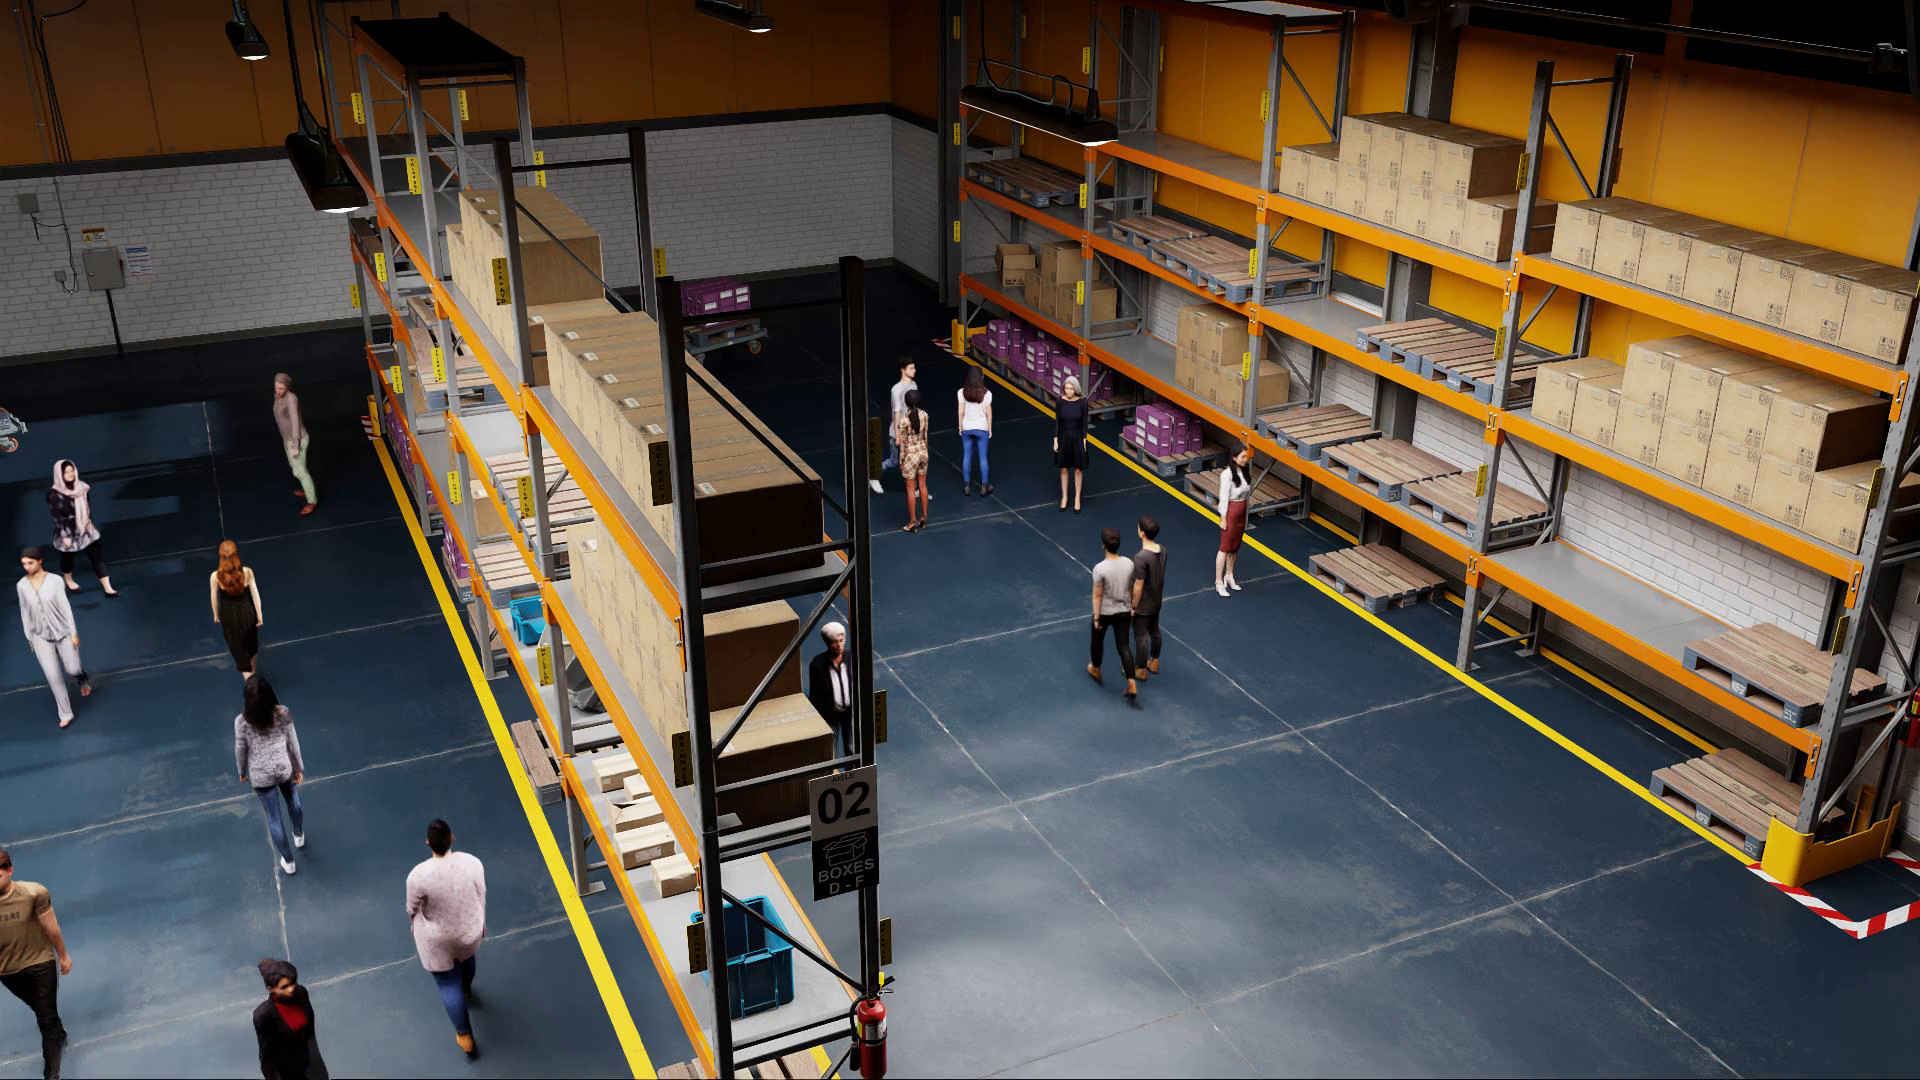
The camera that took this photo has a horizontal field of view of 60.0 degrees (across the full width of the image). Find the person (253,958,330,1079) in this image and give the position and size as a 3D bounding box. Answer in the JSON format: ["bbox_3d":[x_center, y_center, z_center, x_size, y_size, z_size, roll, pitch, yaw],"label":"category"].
[{"bbox_3d":[-4.205,3.308,10.349,1.119,1.589,0.901,16,28,32],"label":"person"}]

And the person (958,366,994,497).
[{"bbox_3d":[0.190,-1.358,20.905,0.677,1.683,0.724,6,24,14],"label":"person"}]

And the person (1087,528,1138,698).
[{"bbox_3d":[1.514,0.734,16.116,0.730,1.687,1.142,-6,24,-14],"label":"person"}]

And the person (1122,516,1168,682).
[{"bbox_3d":[1.852,0.569,16.456,0.662,1.716,0.686,22,32,40],"label":"person"}]

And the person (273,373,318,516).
[{"bbox_3d":[-8.139,-1.223,20.422,1.024,1.824,0.681,-11,26,-23],"label":"person"}]

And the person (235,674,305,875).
[{"bbox_3d":[-5.522,1.916,13.385,0.684,1.708,0.847,-15,28,-31],"label":"person"}]

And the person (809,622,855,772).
[{"bbox_3d":[-1.001,1.431,13.914,0.764,1.766,0.760,-8,25,-18],"label":"person"}]

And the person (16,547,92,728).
[{"bbox_3d":[-8.552,0.864,15.728,0.702,1.759,0.907,-6,24,-13],"label":"person"}]

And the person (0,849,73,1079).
[{"bbox_3d":[-6.270,2.817,11.208,0.842,1.802,1.248,-6,24,-13],"label":"person"}]

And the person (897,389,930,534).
[{"bbox_3d":[-0.539,-0.946,19.824,0.630,1.794,0.615,-18,29,-35],"label":"person"}]

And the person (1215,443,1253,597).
[{"bbox_3d":[3.003,-0.234,18.251,0.638,1.751,0.668,21,31,39],"label":"person"}]

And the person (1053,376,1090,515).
[{"bbox_3d":[1.366,-1.180,20.424,0.710,1.743,0.744,5,24,10],"label":"person"}]

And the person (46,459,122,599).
[{"bbox_3d":[-9.729,-0.105,18.157,1.178,1.589,1.003,14,27,29],"label":"person"}]

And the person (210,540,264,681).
[{"bbox_3d":[-6.960,0.814,16.074,0.691,1.574,1.133,-15,28,-31],"label":"person"}]

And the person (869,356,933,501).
[{"bbox_3d":[-0.779,-1.383,20.742,1.233,1.861,1.060,13,27,27],"label":"person"}]

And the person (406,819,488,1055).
[{"bbox_3d":[-3.515,2.744,11.497,0.726,1.704,1.096,-12,26,-26],"label":"person"}]
